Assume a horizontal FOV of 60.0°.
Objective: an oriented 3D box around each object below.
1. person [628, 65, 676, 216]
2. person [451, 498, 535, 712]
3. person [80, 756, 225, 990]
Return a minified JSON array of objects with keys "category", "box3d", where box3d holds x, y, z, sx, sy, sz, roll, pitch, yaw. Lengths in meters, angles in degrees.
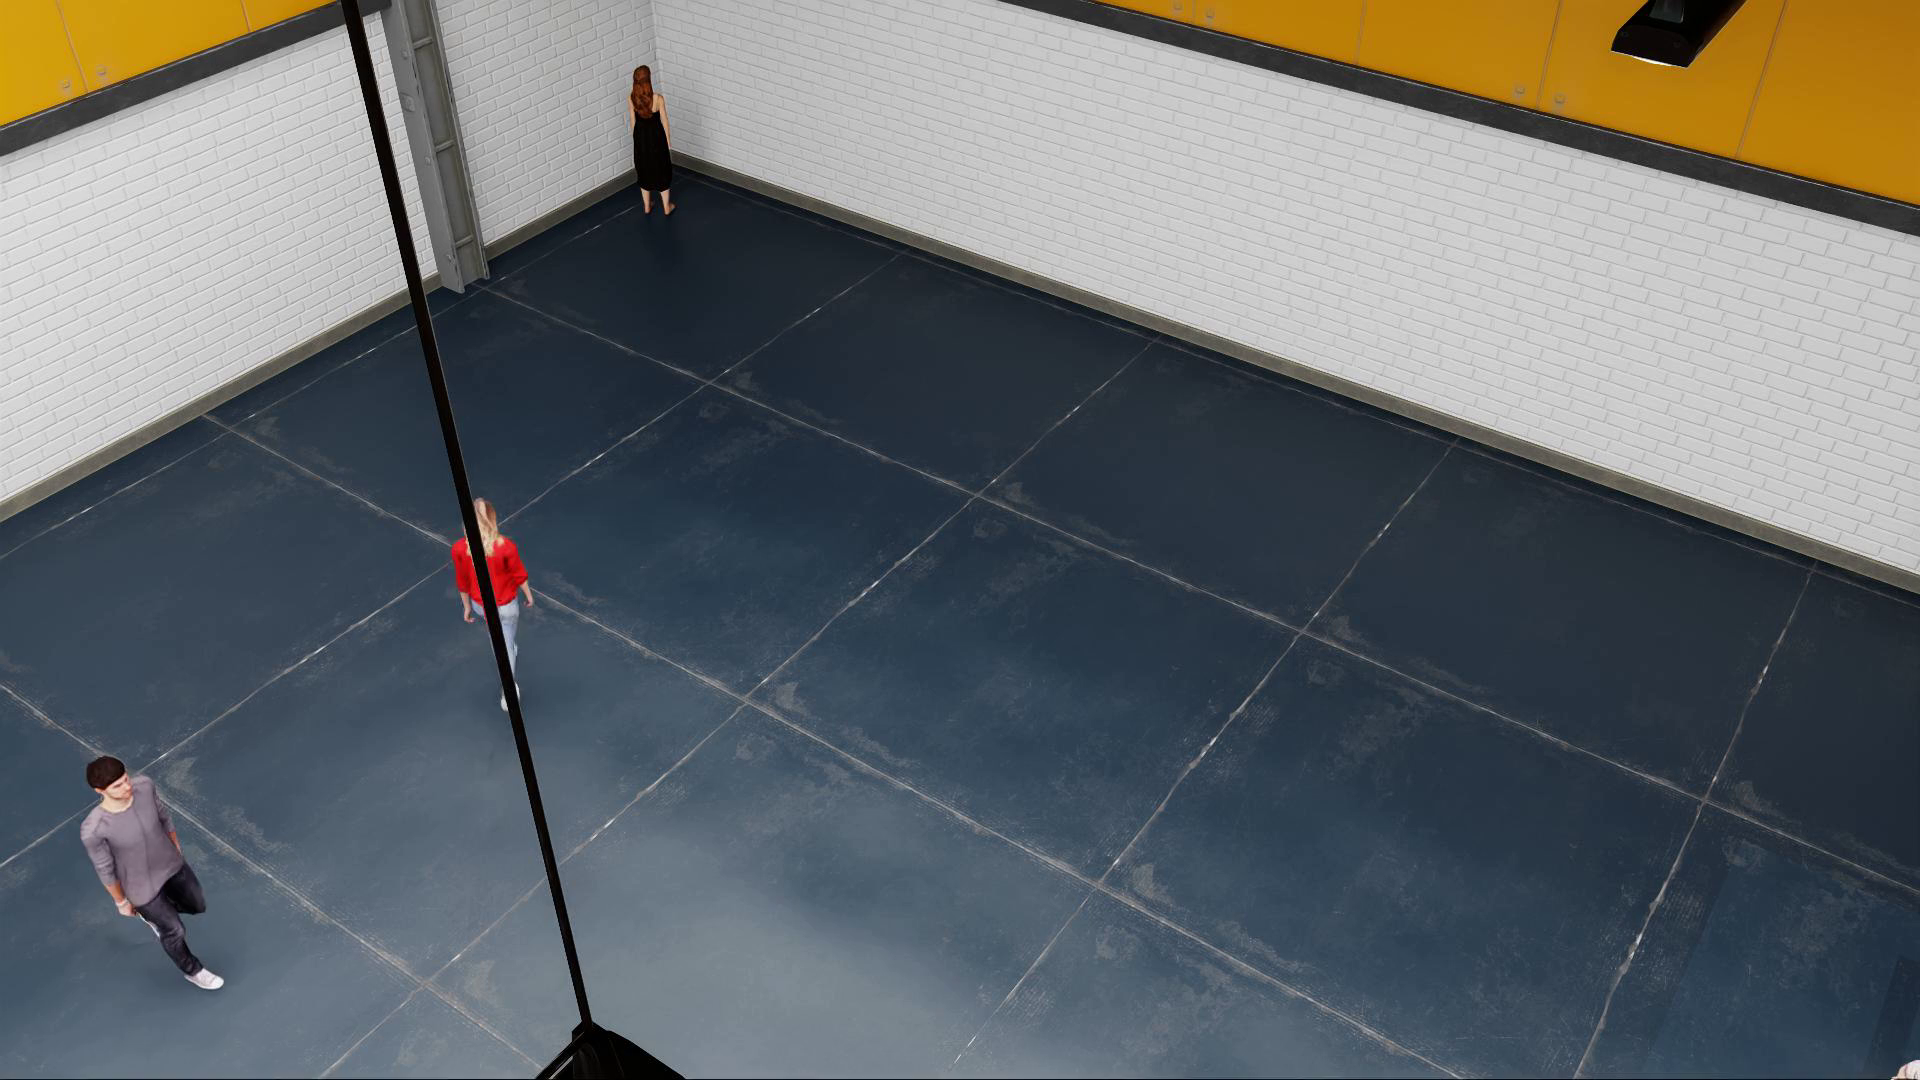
[{"category":"person","box3d":[-3.261,-4.192,17.459,0.664,1.623,0.707,1,39,1]},{"category":"person","box3d":[-3.237,0.501,11.538,0.924,1.679,1.015,-1,39,-1]},{"category":"person","box3d":[-4.762,1.915,9.643,0.841,1.834,0.880,15,41,18]}]
